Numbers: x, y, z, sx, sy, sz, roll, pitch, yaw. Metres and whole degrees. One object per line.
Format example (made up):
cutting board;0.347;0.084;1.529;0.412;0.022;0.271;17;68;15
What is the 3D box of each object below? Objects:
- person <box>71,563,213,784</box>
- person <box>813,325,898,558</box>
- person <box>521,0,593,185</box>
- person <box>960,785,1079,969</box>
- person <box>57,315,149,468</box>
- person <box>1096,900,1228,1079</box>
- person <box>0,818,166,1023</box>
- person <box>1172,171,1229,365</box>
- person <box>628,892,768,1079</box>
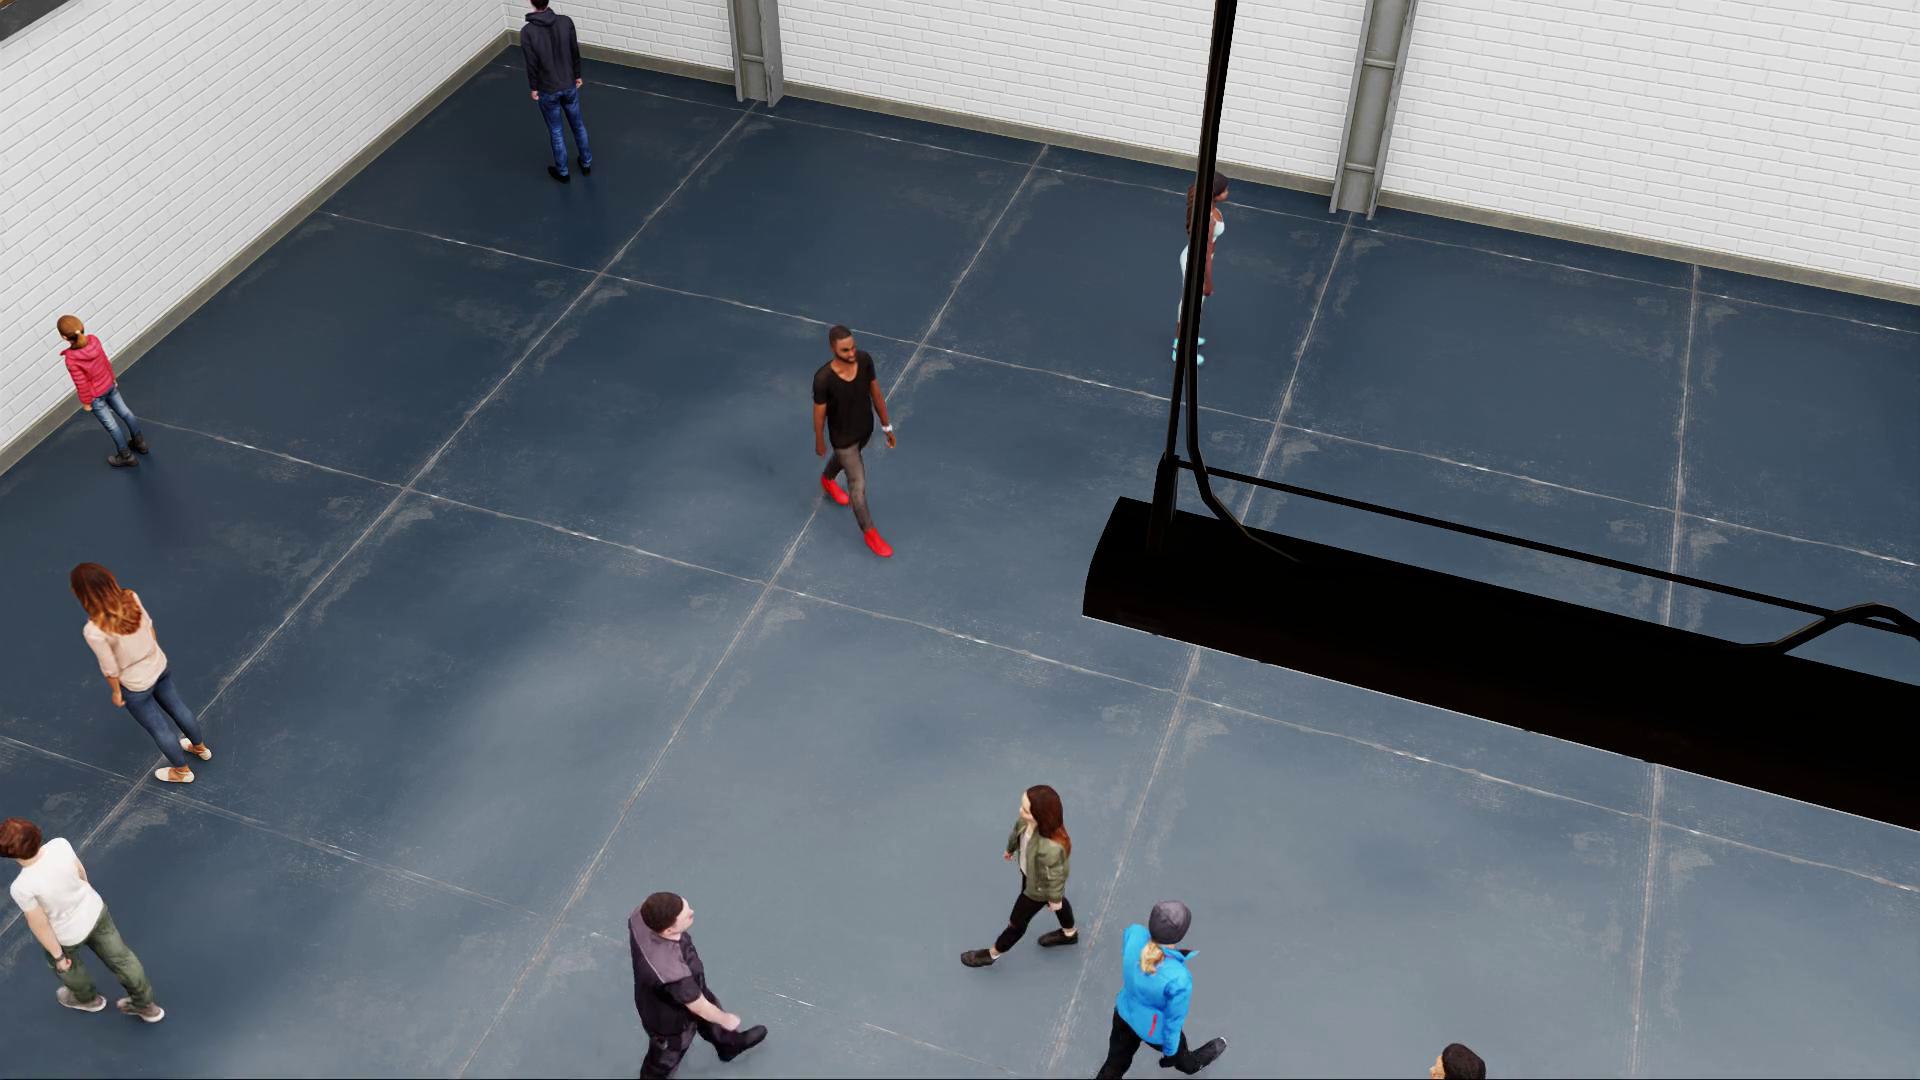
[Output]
person;-4.903;0.799;9.964;0.523;1.792;0.591;12;45;12
person;-0.825;-0.812;11.676;1.021;1.764;1.284;-33;53;-30
person;-3.655;-4.132;15.066;0.761;1.894;0.772;-27;50;-26
person;0.506;1.834;9.131;1.043;1.443;0.896;-8;44;-8
person;-6.359;-1.113;12.316;0.495;1.317;0.511;12;45;12
person;0.851;2.441;8.270;1.125;1.753;1.202;-26;49;-25
person;-4.594;2.050;8.766;0.833;1.634;0.588;14;45;15
person;1.865;-2.154;13.114;0.662;1.723;0.648;-4;44;-4
person;-1.530;2.358;8.309;1.131;1.818;1.045;-15;46;-15
